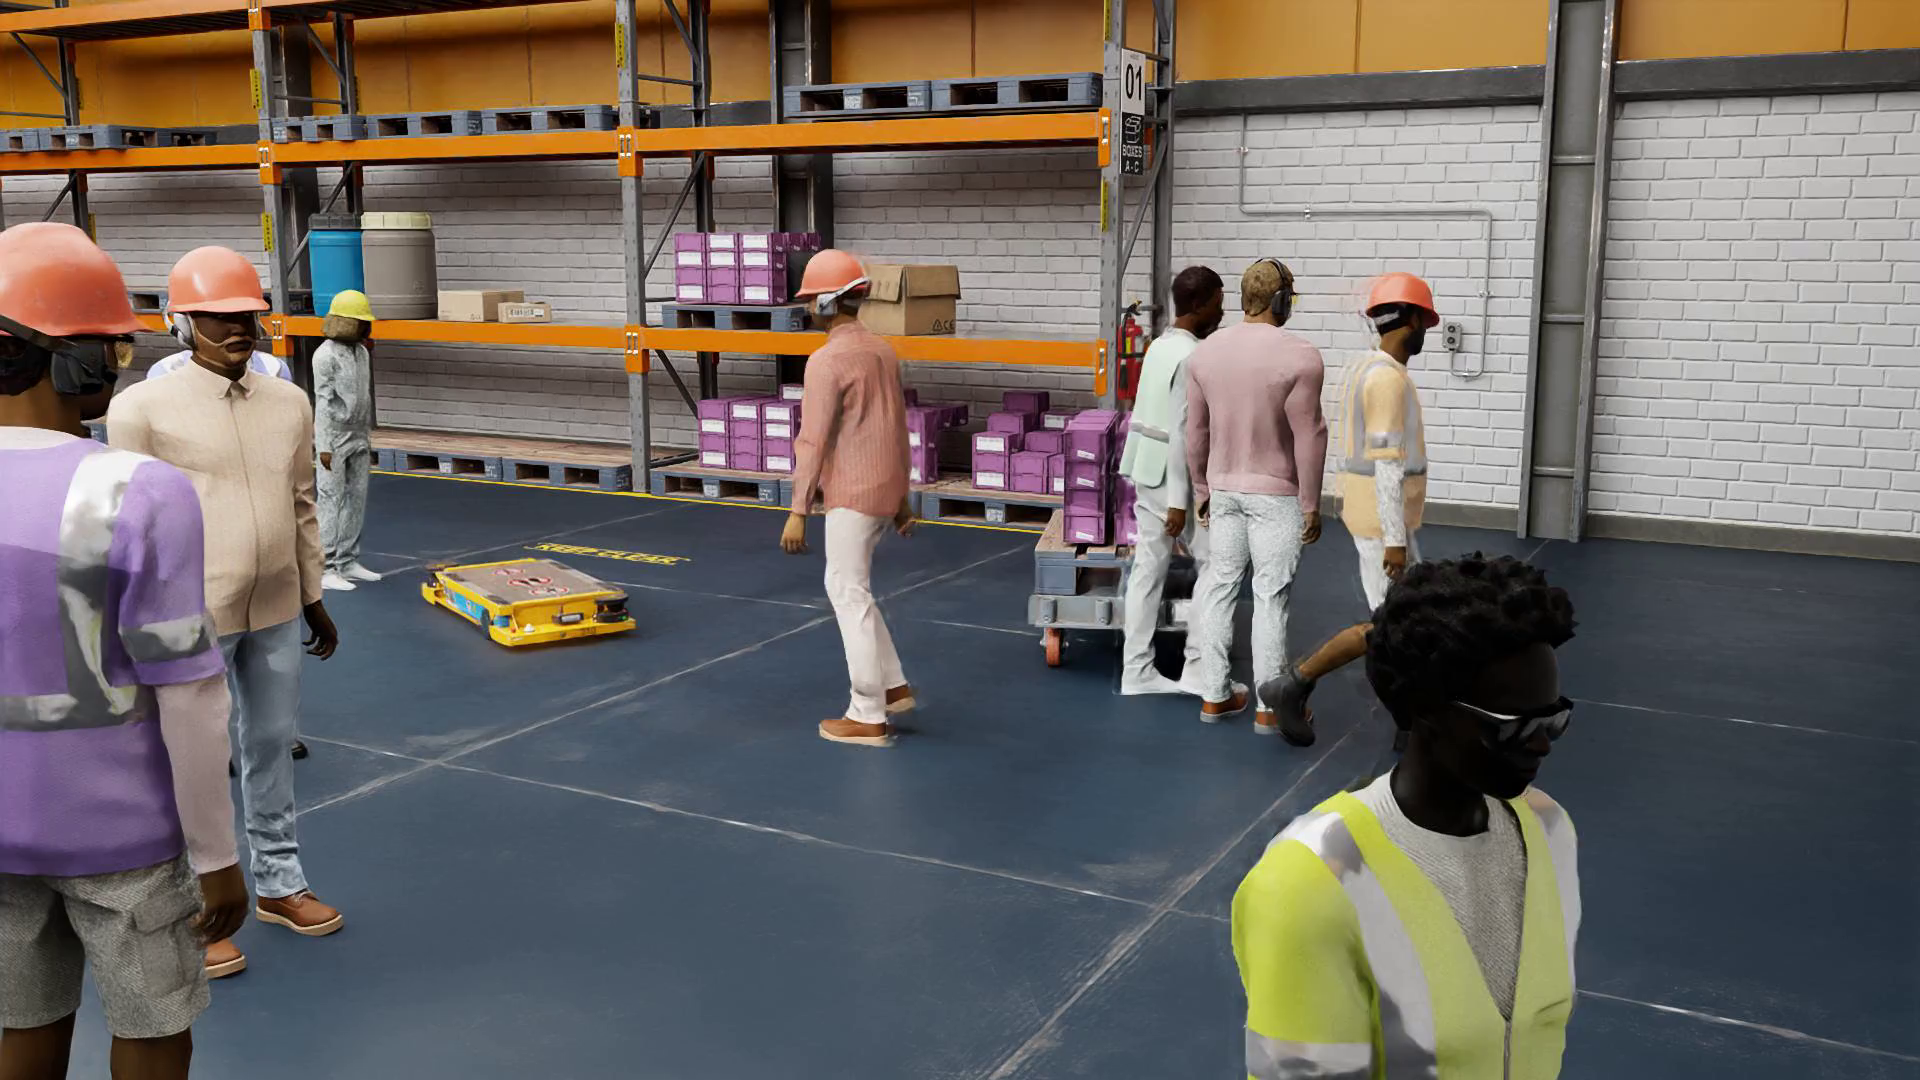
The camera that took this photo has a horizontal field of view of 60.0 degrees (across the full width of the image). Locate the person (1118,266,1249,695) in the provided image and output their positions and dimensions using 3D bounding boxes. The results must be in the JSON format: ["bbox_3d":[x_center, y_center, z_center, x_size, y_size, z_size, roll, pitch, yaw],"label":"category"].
[{"bbox_3d":[1.021,-0.240,7.291,0.683,1.891,0.593,-2,11,-13],"label":"person"}]

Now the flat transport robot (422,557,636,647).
[{"bbox_3d":[-2.307,0.298,8.793,0.652,0.197,1.431,-7,12,-34],"label":"flat transport robot"}]

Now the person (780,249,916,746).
[{"bbox_3d":[-0.444,-0.162,6.647,0.459,1.971,0.660,4,11,21],"label":"person"}]

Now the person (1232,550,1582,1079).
[{"bbox_3d":[0.518,0.828,2.020,0.545,1.680,0.603,-6,12,-31],"label":"person"}]

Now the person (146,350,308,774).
[{"bbox_3d":[-2.740,-0.081,6.296,0.377,1.936,0.549,9,14,41],"label":"person"}]

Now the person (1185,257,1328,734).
[{"bbox_3d":[1.212,-0.178,6.828,0.635,1.937,0.354,10,14,43],"label":"person"}]

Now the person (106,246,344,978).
[{"bbox_3d":[-2.028,0.191,4.650,0.383,1.996,0.609,7,12,33],"label":"person"}]

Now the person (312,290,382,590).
[{"bbox_3d":[-3.522,-0.572,9.582,0.401,1.727,0.498,2,11,13],"label":"person"}]

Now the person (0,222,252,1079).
[{"bbox_3d":[-1.517,0.487,2.891,0.609,2.044,0.393,2,11,12],"label":"person"}]

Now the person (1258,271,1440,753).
[{"bbox_3d":[1.615,-0.081,6.415,0.747,1.895,0.582,3,11,14],"label":"person"}]
